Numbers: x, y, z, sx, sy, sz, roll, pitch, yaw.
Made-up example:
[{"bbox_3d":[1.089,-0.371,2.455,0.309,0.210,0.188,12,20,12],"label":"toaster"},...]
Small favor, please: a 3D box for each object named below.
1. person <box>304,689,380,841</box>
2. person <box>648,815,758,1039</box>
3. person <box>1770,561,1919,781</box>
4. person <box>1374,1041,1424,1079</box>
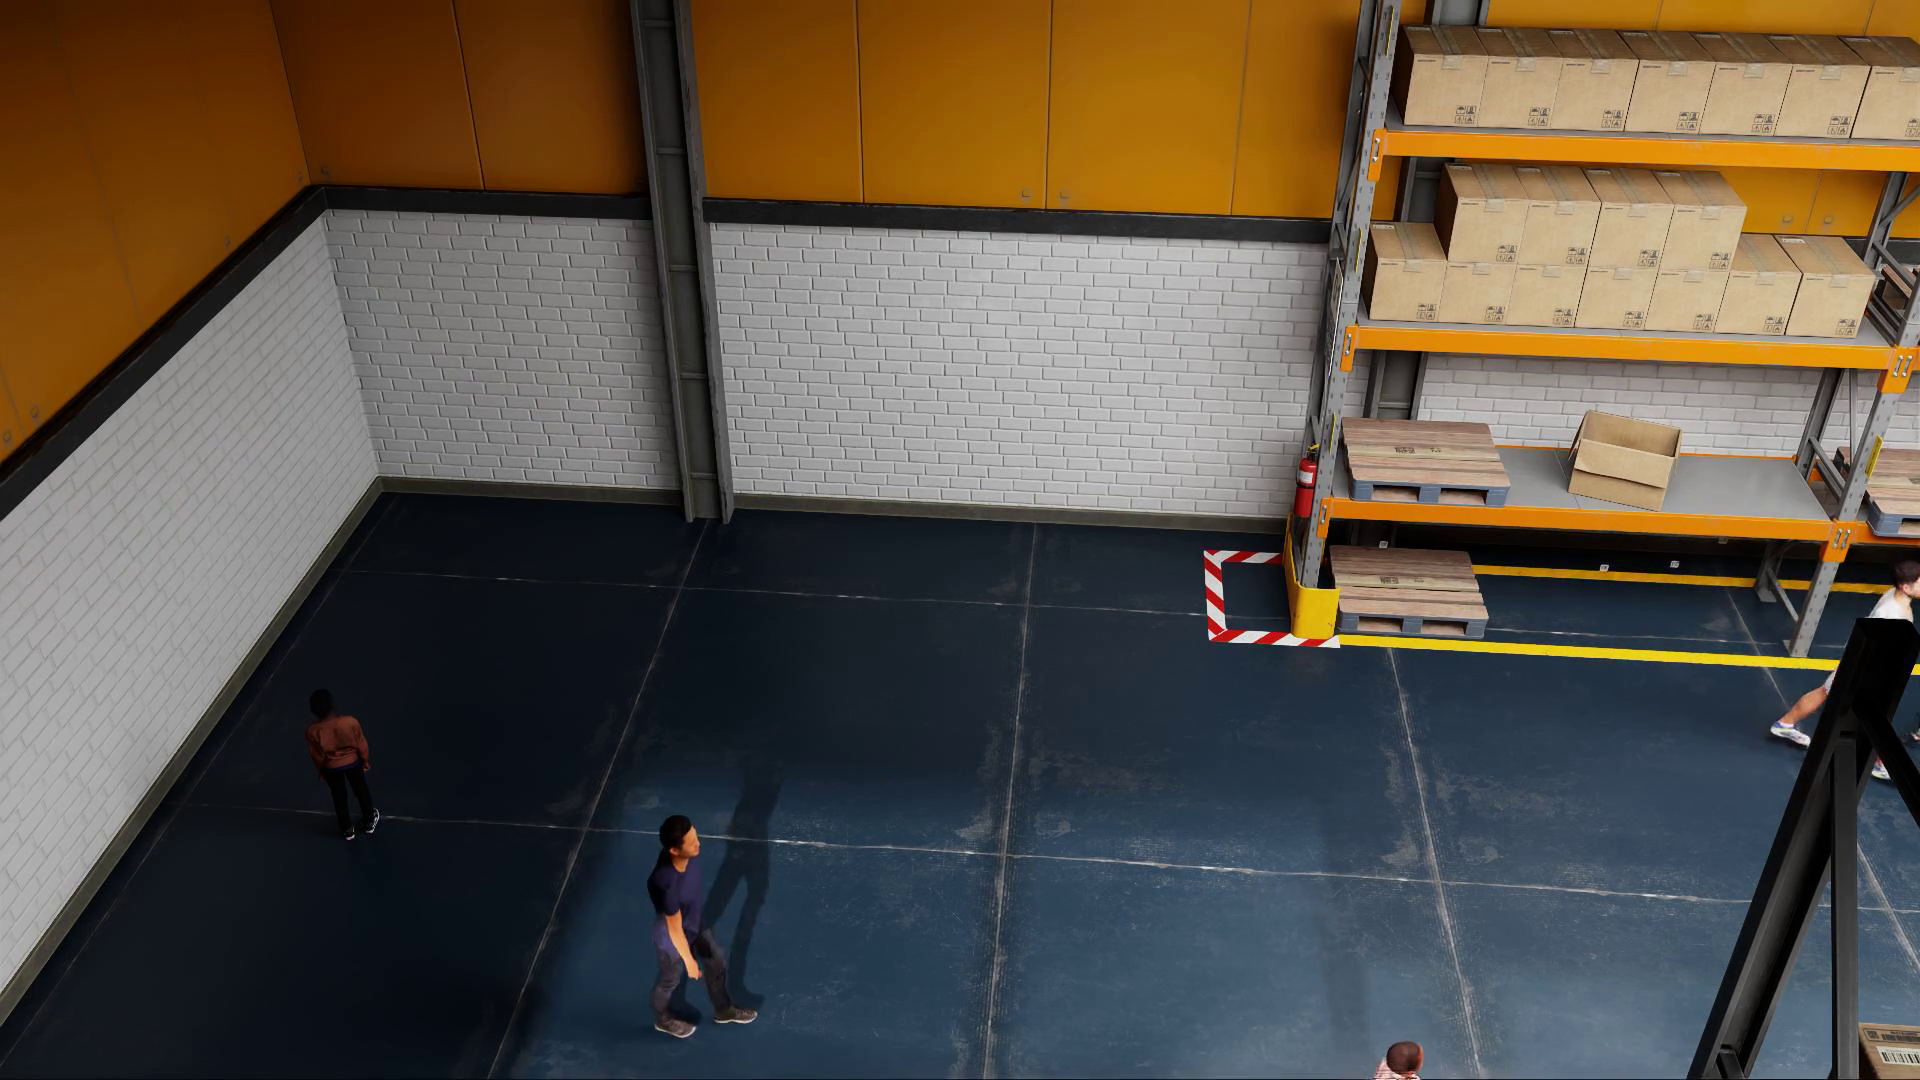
[{"bbox_3d":[-4.297,1.547,11.534,0.535,1.254,0.649,-13,36,-19],"label":"person"},{"bbox_3d":[-1.755,2.326,9.900,0.888,1.766,0.719,8,34,11],"label":"person"},{"bbox_3d":[6.462,0.894,12.024,1.362,1.800,1.057,16,37,22],"label":"person"},{"bbox_3d":[2.283,3.188,9.031,0.933,1.292,0.749,-13,36,-18],"label":"person"}]
